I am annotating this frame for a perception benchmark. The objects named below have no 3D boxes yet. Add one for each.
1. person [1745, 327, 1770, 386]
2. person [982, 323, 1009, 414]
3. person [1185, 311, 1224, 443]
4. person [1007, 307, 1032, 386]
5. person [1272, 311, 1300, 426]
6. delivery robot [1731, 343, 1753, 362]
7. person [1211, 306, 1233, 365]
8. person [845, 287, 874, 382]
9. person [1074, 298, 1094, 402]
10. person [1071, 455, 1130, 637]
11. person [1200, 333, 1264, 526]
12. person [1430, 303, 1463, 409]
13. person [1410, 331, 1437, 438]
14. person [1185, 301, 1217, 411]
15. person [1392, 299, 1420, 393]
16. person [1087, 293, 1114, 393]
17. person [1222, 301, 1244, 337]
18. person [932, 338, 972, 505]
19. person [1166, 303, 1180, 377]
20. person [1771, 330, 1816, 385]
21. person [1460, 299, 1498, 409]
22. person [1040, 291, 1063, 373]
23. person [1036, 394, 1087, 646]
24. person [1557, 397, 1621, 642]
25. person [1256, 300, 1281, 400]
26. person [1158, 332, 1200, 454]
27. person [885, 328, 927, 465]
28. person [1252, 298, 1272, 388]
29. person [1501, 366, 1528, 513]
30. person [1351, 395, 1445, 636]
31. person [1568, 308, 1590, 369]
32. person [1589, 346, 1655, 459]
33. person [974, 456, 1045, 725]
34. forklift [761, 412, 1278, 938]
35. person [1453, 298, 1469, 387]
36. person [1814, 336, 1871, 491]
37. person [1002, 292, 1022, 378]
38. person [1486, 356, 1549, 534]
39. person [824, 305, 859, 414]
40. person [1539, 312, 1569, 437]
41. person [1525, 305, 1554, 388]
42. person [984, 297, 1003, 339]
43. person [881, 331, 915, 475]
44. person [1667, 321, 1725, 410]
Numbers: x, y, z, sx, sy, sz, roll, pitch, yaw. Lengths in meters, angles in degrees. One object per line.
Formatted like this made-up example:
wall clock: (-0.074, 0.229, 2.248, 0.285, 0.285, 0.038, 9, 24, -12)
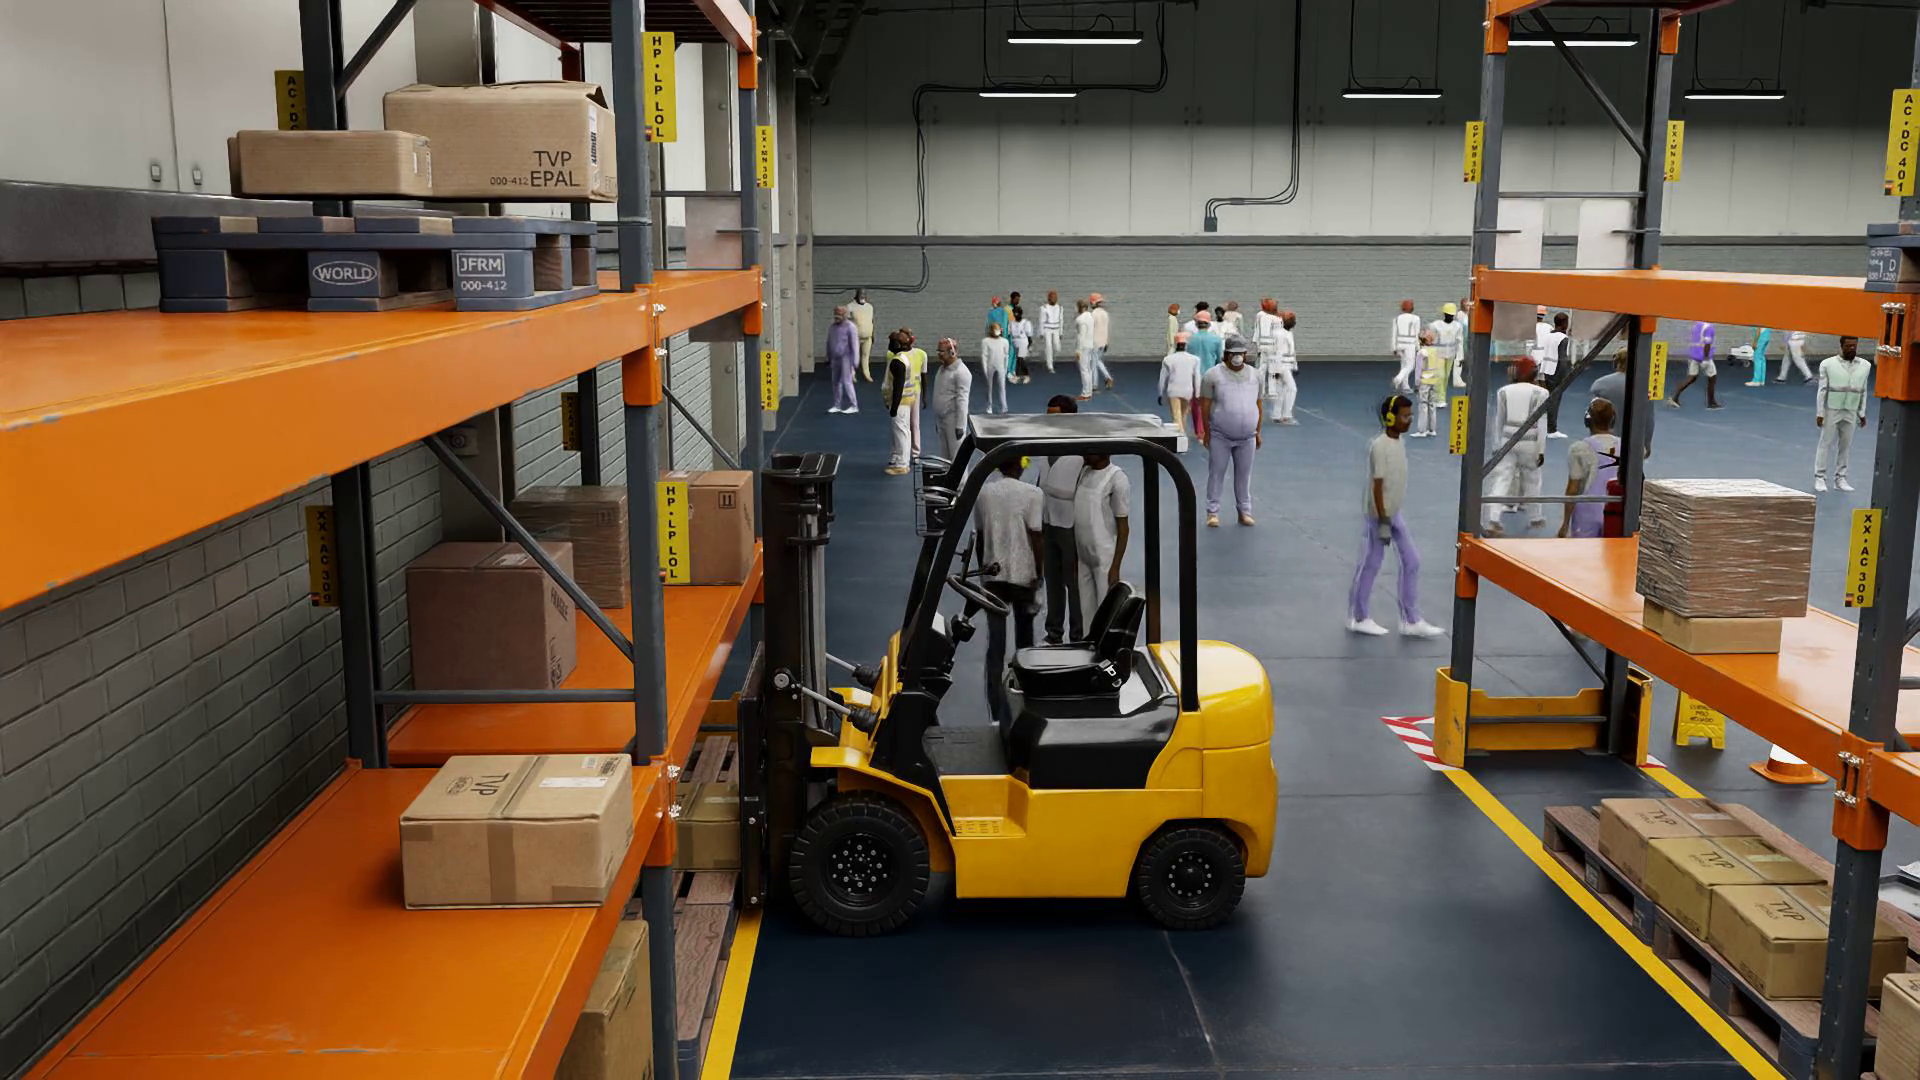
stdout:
person: (16.606, -4.107, 34.529, 0.357, 1.835, 0.516, 10, 14, 43)
person: (0.611, -2.950, 28.742, 0.495, 1.588, 0.870, -2, 10, -10)
person: (3.679, -2.470, 25.090, 0.620, 1.936, 1.028, 4, 11, 20)
person: (1.241, -4.050, 34.756, 0.533, 1.635, 0.941, 7, 12, 35)
person: (5.393, -2.794, 27.134, 0.650, 1.866, 0.580, 4, 11, 22)
delivery robot: (18.870, -4.481, 39.902, 0.477, 0.478, 0.707, -3, 11, -18)
person: (5.308, -3.948, 34.039, 0.538, 1.680, 0.605, 2, 10, 10)
person: (-2.106, -4.390, 35.517, 0.672, 2.000, 0.536, -6, 12, -31)
person: (2.334, -3.565, 31.226, 0.406, 1.932, 0.681, 4, 11, 20)
person: (0.895, 0.141, 10.835, 0.344, 1.840, 0.504, -6, 12, -29)
person: (2.884, -1.153, 17.485, 0.683, 2.000, 0.538, -2, 10, -8)
person: (8.717, -3.278, 29.754, 0.614, 1.879, 0.904, -1, 10, -5)
person: (7.134, -2.386, 25.518, 0.506, 1.632, 0.317, -10, 14, -43)
person: (4.245, -3.201, 29.170, 0.615, 1.938, 0.827, -1, 10, -7)
person: (8.738, -3.788, 32.658, 0.724, 1.865, 0.588, -8, 13, -37)
person: (2.721, -3.882, 32.842, 0.508, 1.981, 0.639, 8, 13, 37)
person: (6.278, -4.707, 38.417, 0.544, 1.623, 0.373, 3, 11, 17)
person: (-0.121, -1.347, 18.964, 0.396, 1.901, 0.652, -5, 11, -26)
person: (4.720, -4.430, 36.905, 0.280, 1.627, 0.499, 3, 10, 14)
person: (17.563, -4.146, 34.859, 0.862, 1.797, 0.590, 8, 13, 38)
person: (9.329, -3.353, 29.967, 0.628, 1.981, 0.885, -2, 10, -12)
person: (2.078, -4.747, 37.998, 0.577, 1.869, 0.483, -4, 11, -20)
person: (0.743, -0.079, 11.838, 0.391, 1.920, 0.587, -7, 13, -36)
person: (4.741, -0.146, 12.425, 0.506, 1.845, 0.348, -1, 10, -6)
person: (5.883, -3.611, 31.613, 0.338, 1.882, 0.582, -8, 13, -38)
person: (3.108, -2.102, 23.701, 0.581, 1.701, 0.890, -2, 10, -11)
person: (-0.720, -1.935, 22.381, 0.570, 1.843, 0.372, 1, 10, 7)
person: (6.216, -4.043, 34.120, 0.394, 1.846, 0.564, 6, 12, 29)
person: (6.159, -1.112, 18.406, 0.515, 1.633, 0.311, -10, 14, -44)
person: (3.325, -0.161, 12.494, 0.818, 1.841, 0.567, 8, 13, 38)
person: (14.673, -5.016, 39.271, 0.608, 1.943, 0.402, 7, 12, 33)
person: (6.714, -0.996, 16.911, 0.627, 1.934, 0.371, 4, 11, 22)
person: (0.316, 0.259, 10.306, 0.508, 1.791, 0.989, 3, 11, 16)
forklift: (0.291, 0.548, 7.580, 2.313, 2.155, 1.214, 0, 10, -2)
person: (10.359, -4.072, 34.305, 0.344, 1.840, 0.505, 5, 11, 25)
person: (10.583, -1.540, 19.979, 0.590, 1.919, 0.396, 0, 10, 1)
person: (1.120, -4.511, 36.601, 0.534, 1.895, 0.774, 7, 13, 36)
person: (5.751, -0.974, 17.101, 0.585, 1.833, 1.024, 9, 14, 42)
person: (-2.073, -3.142, 29.008, 0.686, 1.891, 0.402, 10, 14, 44)
person: (9.109, -2.523, 25.485, 0.397, 1.911, 0.588, -2, 10, -8)
person: (9.830, -3.057, 28.375, 0.549, 1.936, 0.377, -4, 11, -20)
person: (0.891, -4.859, 39.081, 0.580, 1.704, 0.871, -7, 12, -34)
person: (-0.795, -1.764, 21.446, 0.429, 1.844, 0.625, 1, 10, 8)
person: (13.174, -3.279, 29.650, 0.938, 1.934, 0.616, 0, 10, -1)
